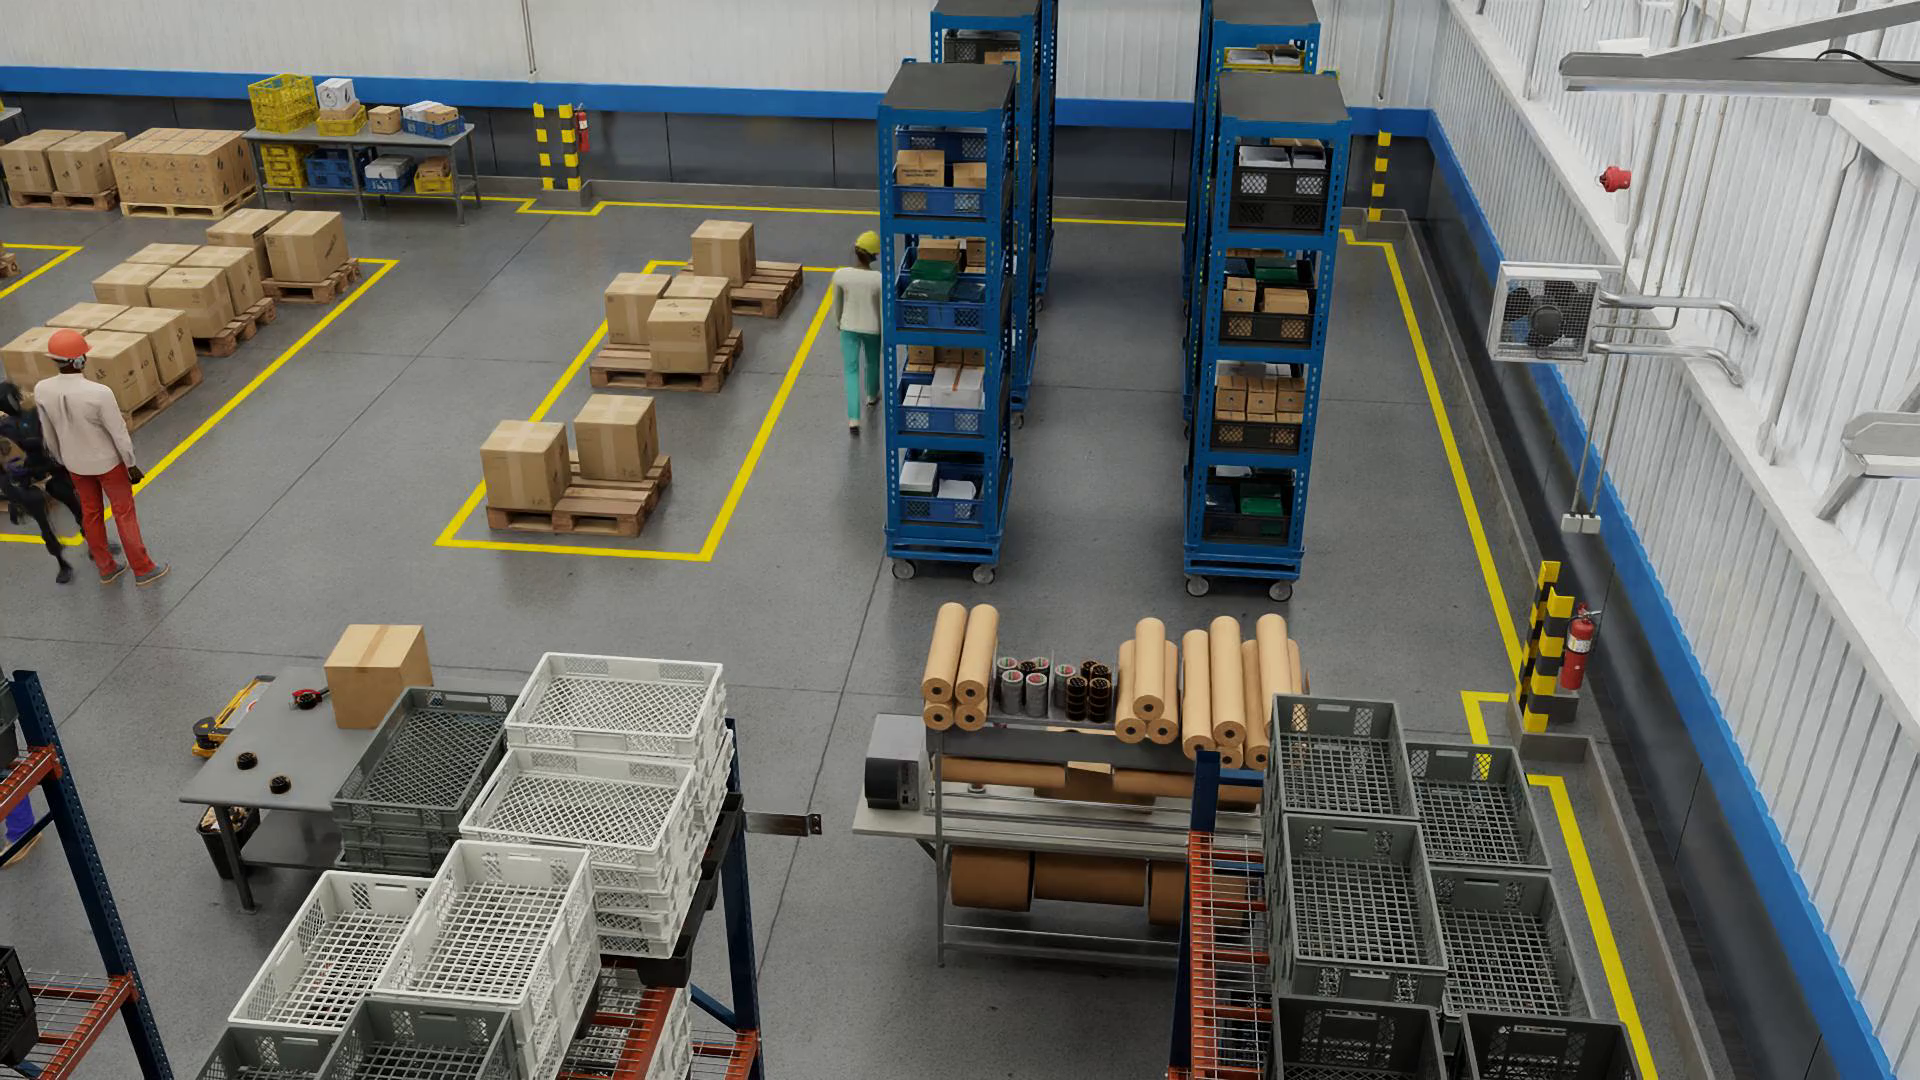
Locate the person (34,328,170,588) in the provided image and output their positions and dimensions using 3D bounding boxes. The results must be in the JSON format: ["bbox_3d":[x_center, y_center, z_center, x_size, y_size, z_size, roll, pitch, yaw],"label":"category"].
[{"bbox_3d":[-6.195,-0.578,11.952,0.621,1.991,0.394,4,30,7],"label":"person"}]

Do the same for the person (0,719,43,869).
[{"bbox_3d":[-5.673,0.946,9.289,0.677,2.000,0.537,12,32,19],"label":"person"}]

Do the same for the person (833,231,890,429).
[{"bbox_3d":[-0.841,-1.838,14.383,0.526,1.712,0.878,1,30,2],"label":"person"}]

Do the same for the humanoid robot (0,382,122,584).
[{"bbox_3d":[-6.609,-0.445,12.054,0.388,1.620,0.684,25,39,36],"label":"humanoid robot"}]

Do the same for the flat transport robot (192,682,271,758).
[{"bbox_3d":[-4.089,1.163,10.648,1.431,0.197,0.652,3,30,6],"label":"flat transport robot"}]
